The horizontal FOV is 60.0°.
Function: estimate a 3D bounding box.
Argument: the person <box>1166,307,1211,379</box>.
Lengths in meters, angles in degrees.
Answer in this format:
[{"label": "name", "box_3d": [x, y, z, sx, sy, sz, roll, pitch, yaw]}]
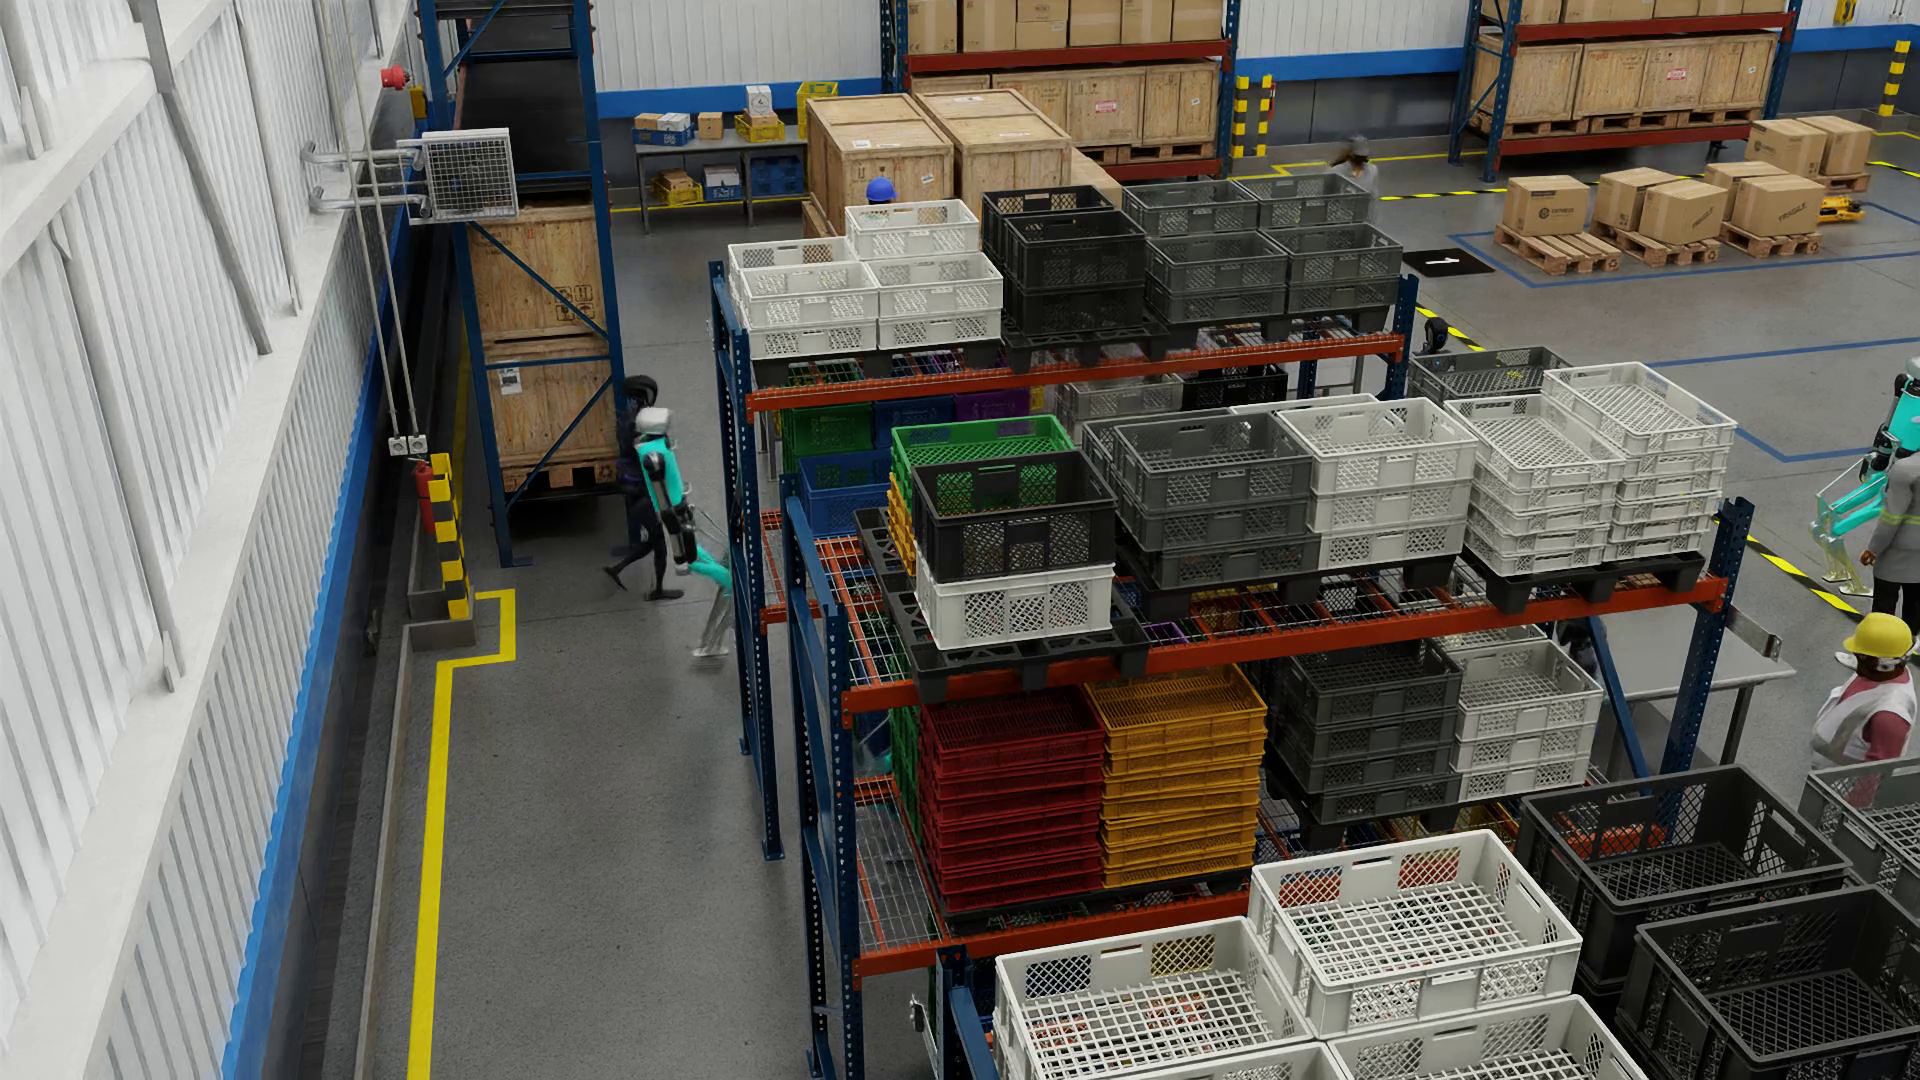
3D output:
[{"label": "person", "box_3d": [1.655, -1.056, 12.187, 0.697, 2.001, 0.688, -10, 29, -18]}]

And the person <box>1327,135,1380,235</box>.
[{"label": "person", "box_3d": [3.825, -3.121, 16.377, 0.557, 1.749, 0.434, -9, 29, -17]}]

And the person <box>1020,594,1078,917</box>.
[{"label": "person", "box_3d": [0.468, 1.039, 8.344, 0.356, 1.884, 0.573, -4, 28, -8]}]

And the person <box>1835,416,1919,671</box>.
[{"label": "person", "box_3d": [5.896, -0.002, 10.357, 0.586, 1.848, 0.395, -7, 29, -13]}]

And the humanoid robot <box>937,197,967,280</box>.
[{"label": "humanoid robot", "box_3d": [-0.032, -2.234, 14.769, 0.380, 1.648, 0.596, -3, 28, -5]}]

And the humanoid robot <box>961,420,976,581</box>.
[{"label": "humanoid robot", "box_3d": [-0.003, -0.028, 10.573, 0.315, 1.657, 0.599, 1, 28, 2]}]

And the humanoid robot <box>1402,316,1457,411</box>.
[{"label": "humanoid robot", "box_3d": [3.366, -0.840, 12.114, 0.599, 1.657, 0.315, -6, 28, -11]}]

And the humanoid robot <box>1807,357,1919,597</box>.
[{"label": "humanoid robot", "box_3d": [6.054, -0.419, 11.124, 0.735, 1.675, 0.533, -1, 28, -3]}]

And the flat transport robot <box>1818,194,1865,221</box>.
[{"label": "flat transport robot", "box_3d": [9.999, -4.100, 19.795, 0.652, 0.197, 1.431, -6, 28, -12]}]

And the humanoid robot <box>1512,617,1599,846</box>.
[{"label": "humanoid robot", "box_3d": [2.963, 1.072, 8.503, 0.420, 1.653, 0.584, 22, 35, 35]}]

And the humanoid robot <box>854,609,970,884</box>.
[{"label": "humanoid robot", "box_3d": [-0.329, 1.040, 8.520, 0.850, 1.784, 0.565, -2, 28, -3]}]

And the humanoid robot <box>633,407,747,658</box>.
[{"label": "humanoid robot", "box_3d": [-1.600, 0.006, 10.502, 0.787, 1.809, 0.530, -4, 28, -8]}]

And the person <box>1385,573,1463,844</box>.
[{"label": "person", "box_3d": [2.309, 0.932, 8.591, 0.429, 1.844, 0.626, 10, 29, 18]}]

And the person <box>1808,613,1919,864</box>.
[{"label": "person", "box_3d": [4.367, 1.158, 8.182, 0.403, 1.822, 0.588, 10, 29, 18]}]

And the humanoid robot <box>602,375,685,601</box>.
[{"label": "humanoid robot", "box_3d": [-2.175, -0.329, 11.160, 0.475, 1.635, 0.612, -8, 29, -15]}]

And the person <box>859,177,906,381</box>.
[{"label": "person", "box_3d": [-0.680, -2.163, 14.351, 0.600, 1.948, 0.384, 22, 35, 35]}]

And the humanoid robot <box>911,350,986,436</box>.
[{"label": "humanoid robot", "box_3d": [-0.098, -0.371, 11.074, 0.530, 1.694, 0.742, 4, 28, 7]}]

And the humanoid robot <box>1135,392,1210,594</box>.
[{"label": "humanoid robot", "box_3d": [1.418, -0.099, 10.741, 0.779, 1.854, 0.537, -1, 28, -2]}]

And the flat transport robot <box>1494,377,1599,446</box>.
[{"label": "flat transport robot", "box_3d": [4.780, -1.036, 14.013, 0.659, 0.231, 1.431, -6, 28, -12]}]
